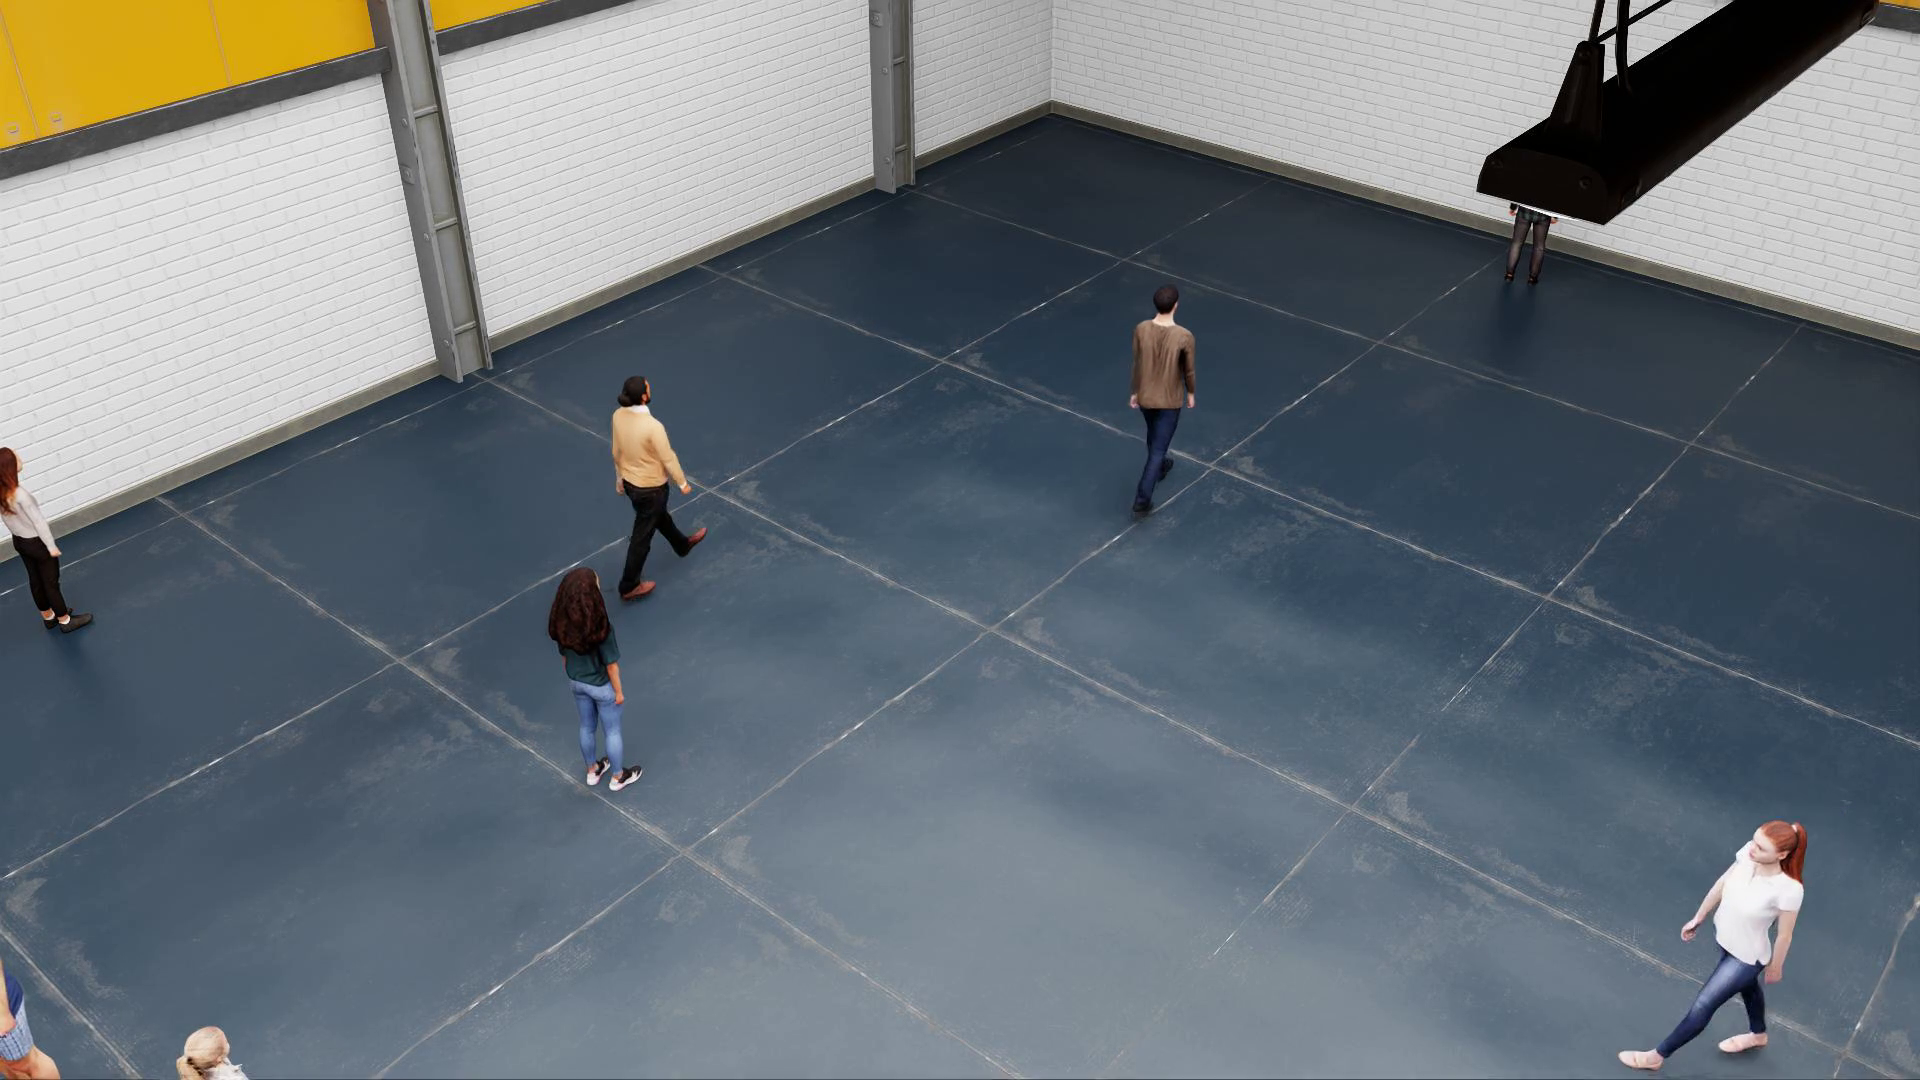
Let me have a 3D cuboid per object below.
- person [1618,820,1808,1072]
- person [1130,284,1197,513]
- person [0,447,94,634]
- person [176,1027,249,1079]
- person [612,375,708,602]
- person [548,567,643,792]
[{"bbox_3d":[4.080,2.077,8.503,1.142,1.691,1.048,-4,34,-6],"label":"person"},{"bbox_3d":[1.553,-1.075,13.106,0.789,1.846,1.226,18,37,24],"label":"person"},{"bbox_3d":[-6.589,0.007,11.803,0.587,1.485,0.559,15,37,22],"label":"person"},{"bbox_3d":[-3.453,2.805,7.813,0.638,1.242,0.921,16,37,23],"label":"person"},{"bbox_3d":[-2.346,-0.334,12.123,0.695,1.699,1.176,27,42,35],"label":"person"},{"bbox_3d":[-2.286,0.875,10.388,0.653,1.606,0.659,15,36,21],"label":"person"}]
